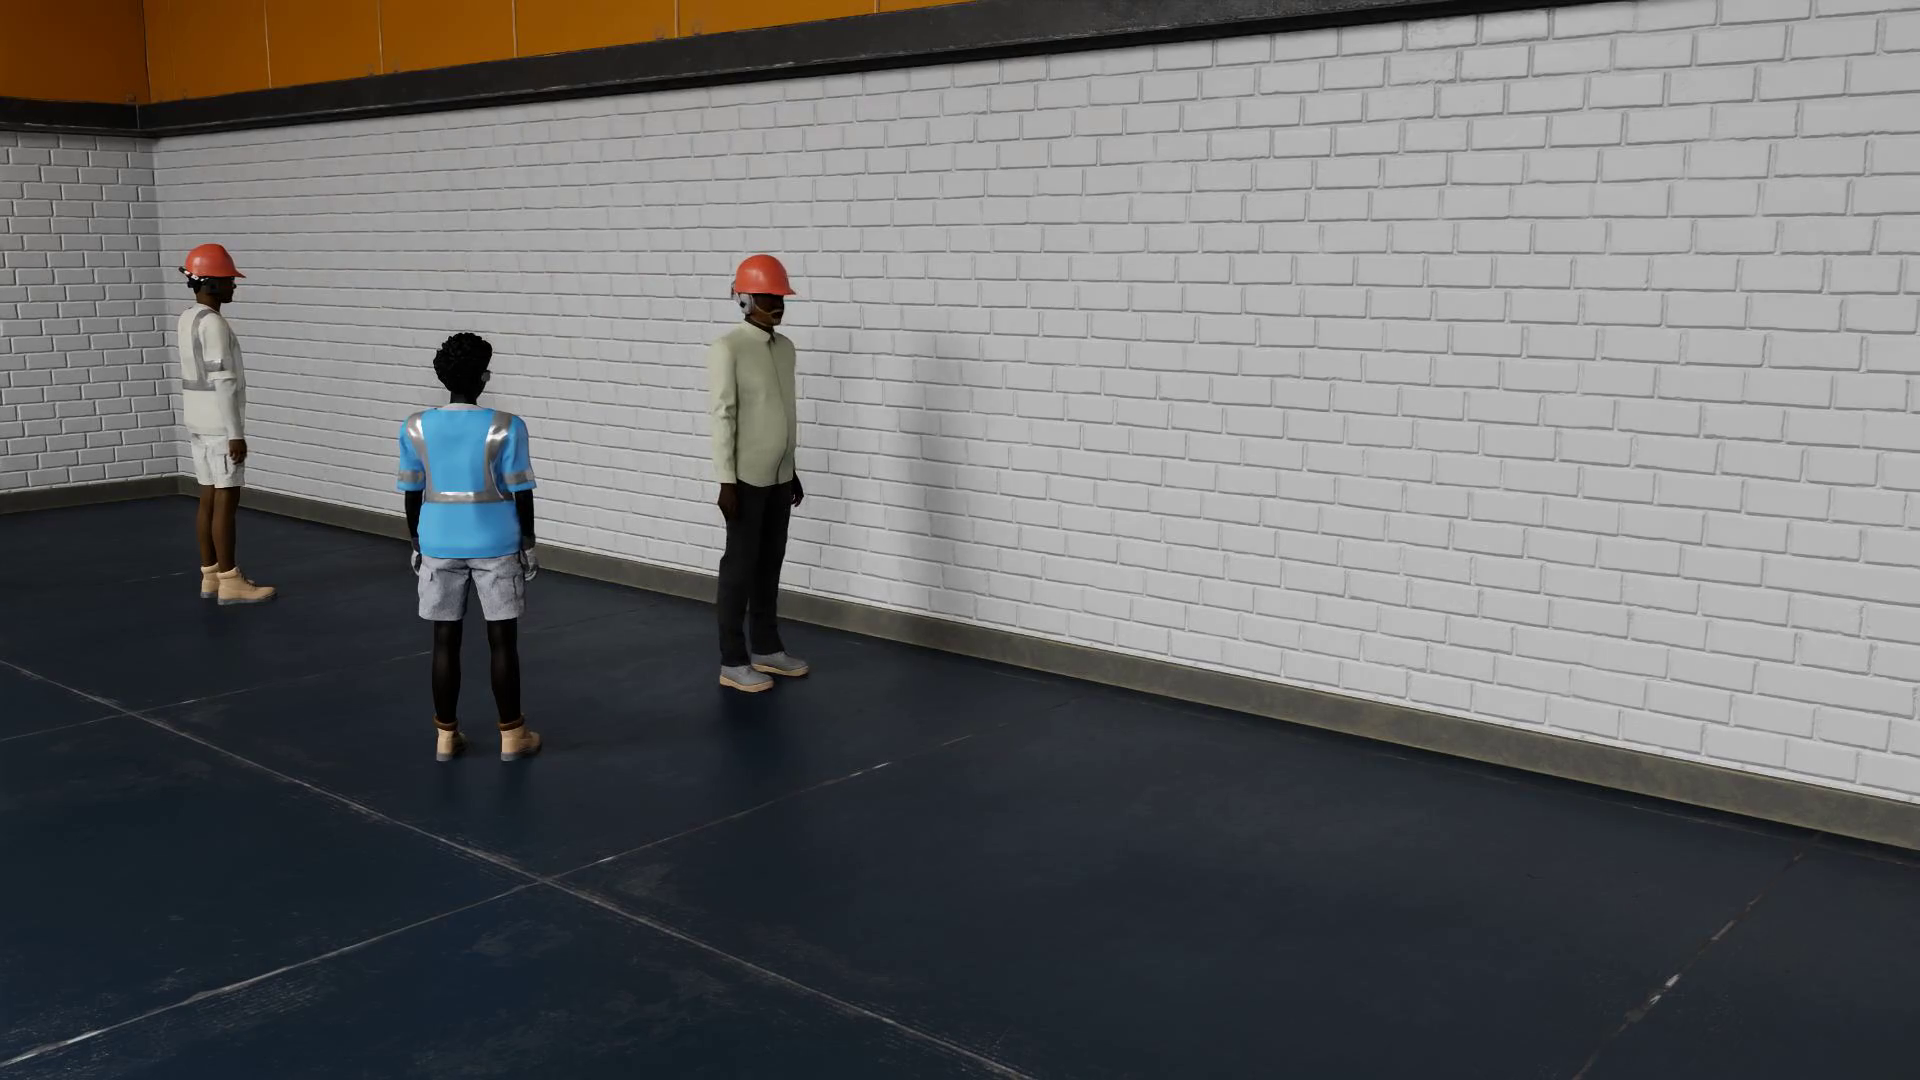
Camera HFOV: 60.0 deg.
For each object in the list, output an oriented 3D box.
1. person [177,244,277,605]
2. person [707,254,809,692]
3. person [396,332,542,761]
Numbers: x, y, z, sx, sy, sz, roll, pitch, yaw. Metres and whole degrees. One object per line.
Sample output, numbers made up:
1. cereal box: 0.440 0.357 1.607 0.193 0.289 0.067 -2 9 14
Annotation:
1. person: -4.219 -0.655 9.501 0.371 2.044 0.607 -9 13 -41
2. person: -0.916 -0.312 7.688 0.396 1.992 0.622 5 11 27
3. person: -1.921 0.037 6.552 0.535 1.694 0.313 0 10 2
